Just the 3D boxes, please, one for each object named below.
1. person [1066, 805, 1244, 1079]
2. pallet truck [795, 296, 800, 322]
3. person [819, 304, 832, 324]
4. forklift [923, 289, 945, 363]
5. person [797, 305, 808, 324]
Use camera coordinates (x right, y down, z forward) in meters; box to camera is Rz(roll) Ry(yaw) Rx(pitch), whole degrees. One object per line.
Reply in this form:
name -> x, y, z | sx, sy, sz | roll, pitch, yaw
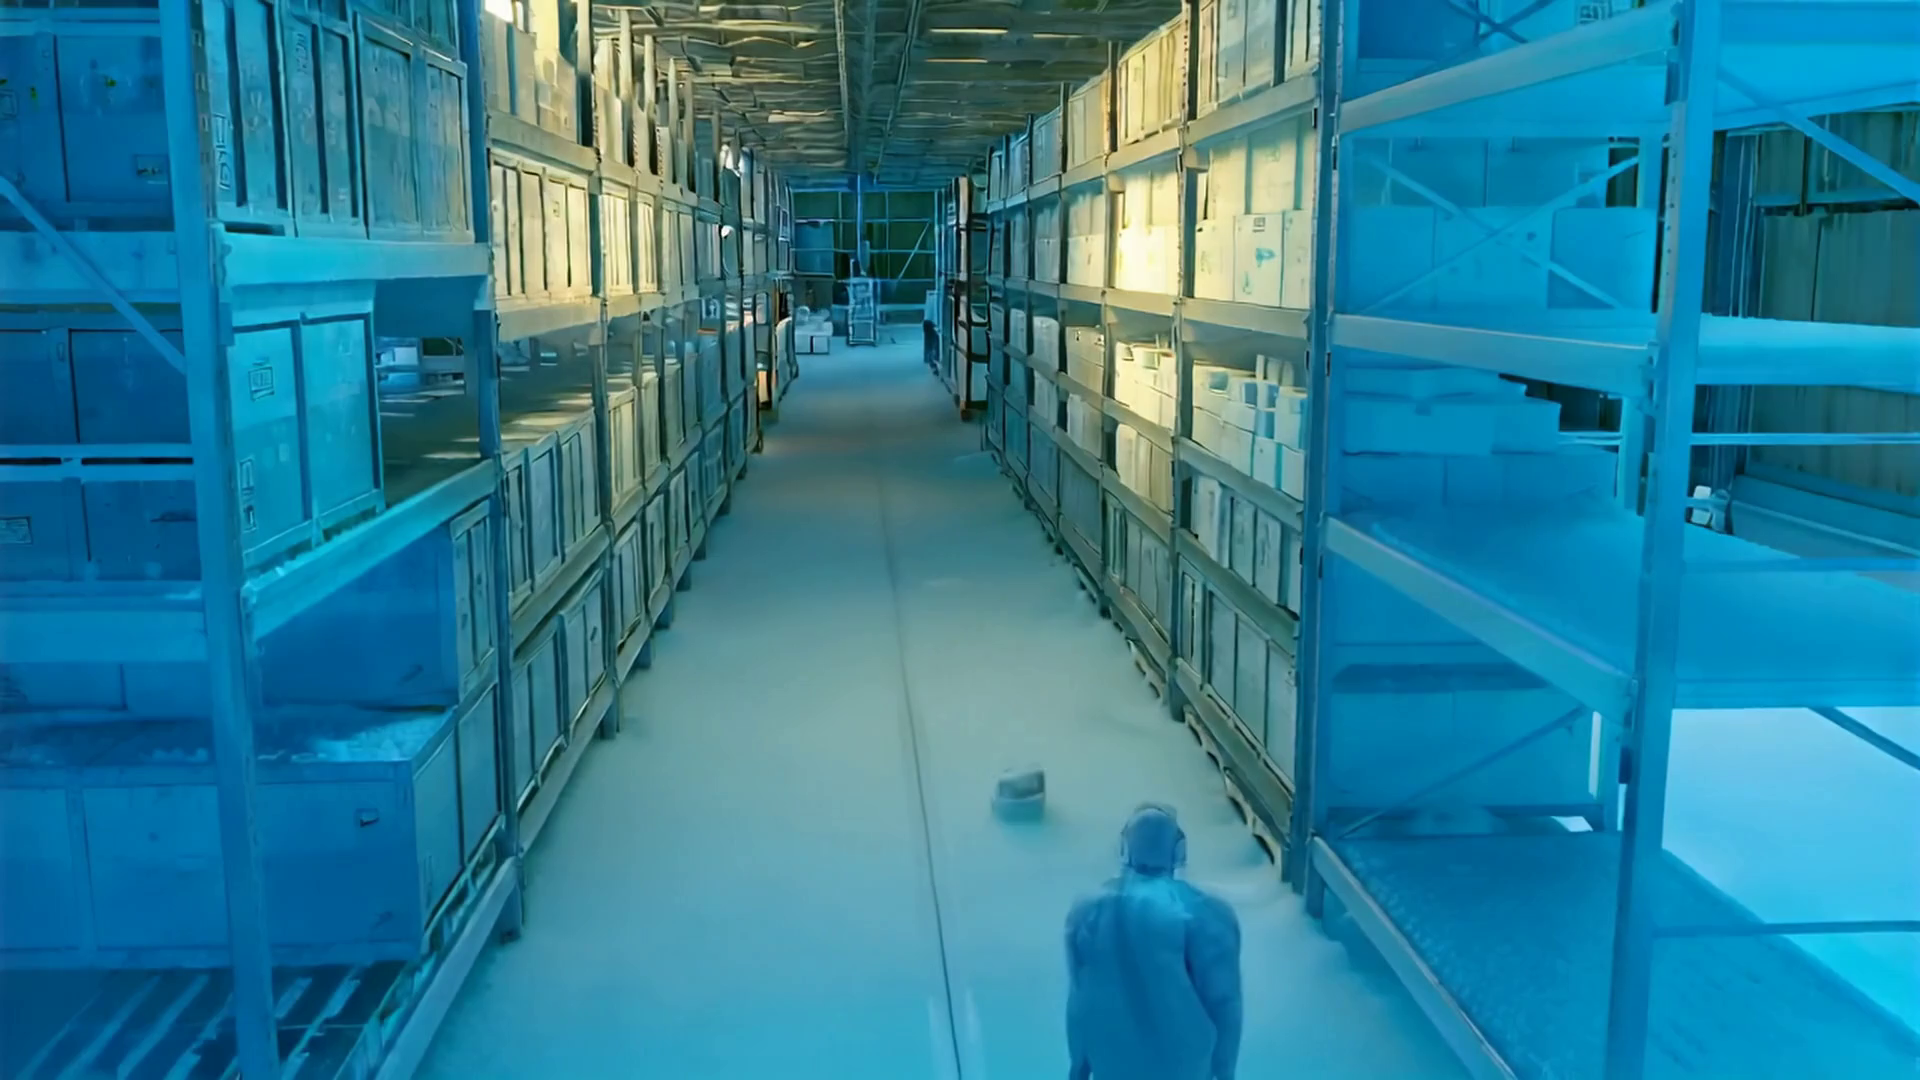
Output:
person -> 0.705, 1.895, 6.069 | 0.636, 1.903, 0.405 | 1, 10, 4
pallet truck -> -8.622, -12.439, 91.403 | 1.885, 1.965, 0.823 | 2, 10, 13
person -> -6.021, -9.641, 74.907 | 0.664, 1.923, 0.485 | -6, 11, -30
forklift -> -0.829, -8.173, 63.290 | 1.129, 2.768, 1.873 | -1, 10, -3
person -> -6.999, -9.484, 73.979 | 0.560, 1.918, 0.502 | -4, 10, -23
